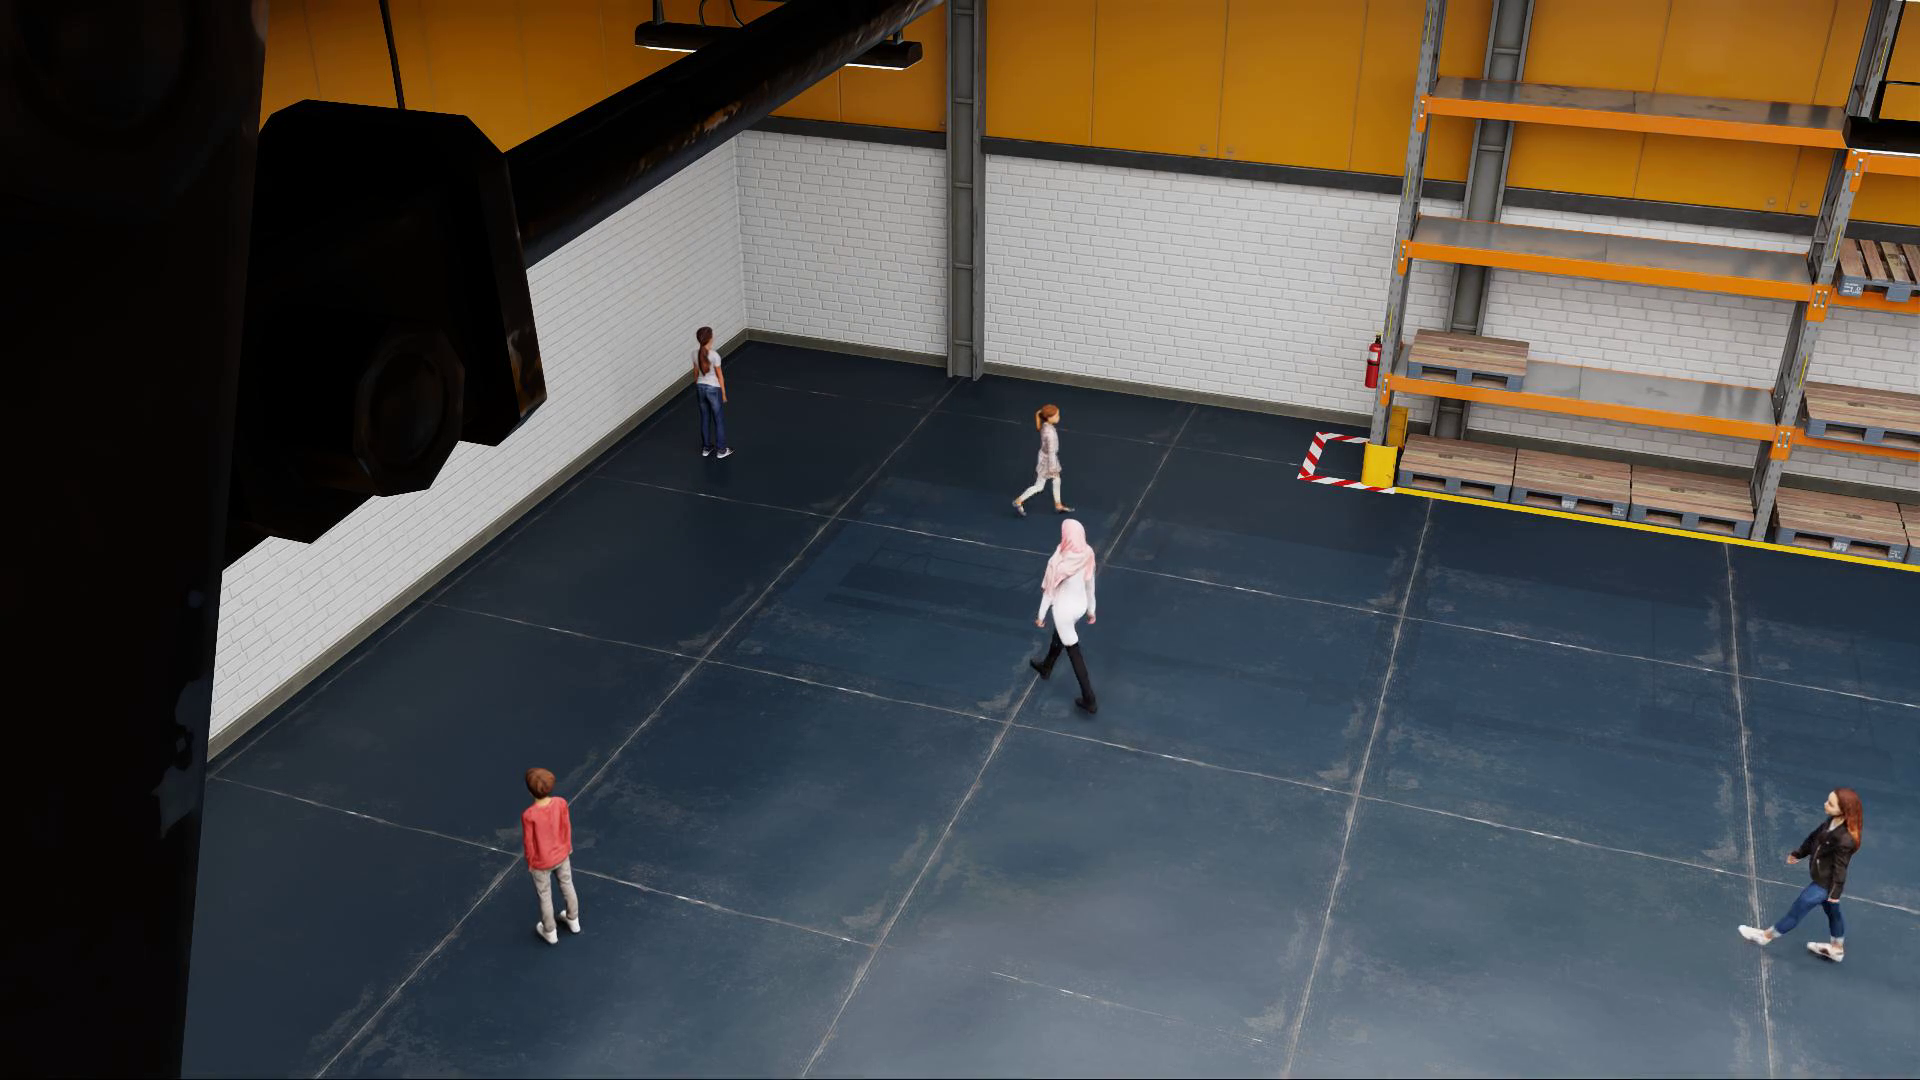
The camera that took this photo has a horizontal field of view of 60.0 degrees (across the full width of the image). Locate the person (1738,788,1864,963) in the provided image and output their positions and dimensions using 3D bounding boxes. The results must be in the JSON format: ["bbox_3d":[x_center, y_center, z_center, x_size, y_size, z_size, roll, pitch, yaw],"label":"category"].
[{"bbox_3d":[6.130,2.360,11.594,0.928,1.444,0.563,11,30,19],"label":"person"}]

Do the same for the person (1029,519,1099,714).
[{"bbox_3d":[0.991,0.690,14.336,1.071,1.751,1.262,-19,34,-31],"label":"person"}]

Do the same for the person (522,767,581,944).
[{"bbox_3d":[-2.919,2.239,11.846,0.579,1.415,0.597,-24,36,-36],"label":"person"}]

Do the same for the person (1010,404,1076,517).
[{"bbox_3d":[0.858,-0.826,17.595,0.997,1.291,0.751,0,29,0],"label":"person"}]

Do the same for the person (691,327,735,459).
[{"bbox_3d":[-2.843,-1.694,18.902,0.464,1.562,0.598,11,31,20],"label":"person"}]
